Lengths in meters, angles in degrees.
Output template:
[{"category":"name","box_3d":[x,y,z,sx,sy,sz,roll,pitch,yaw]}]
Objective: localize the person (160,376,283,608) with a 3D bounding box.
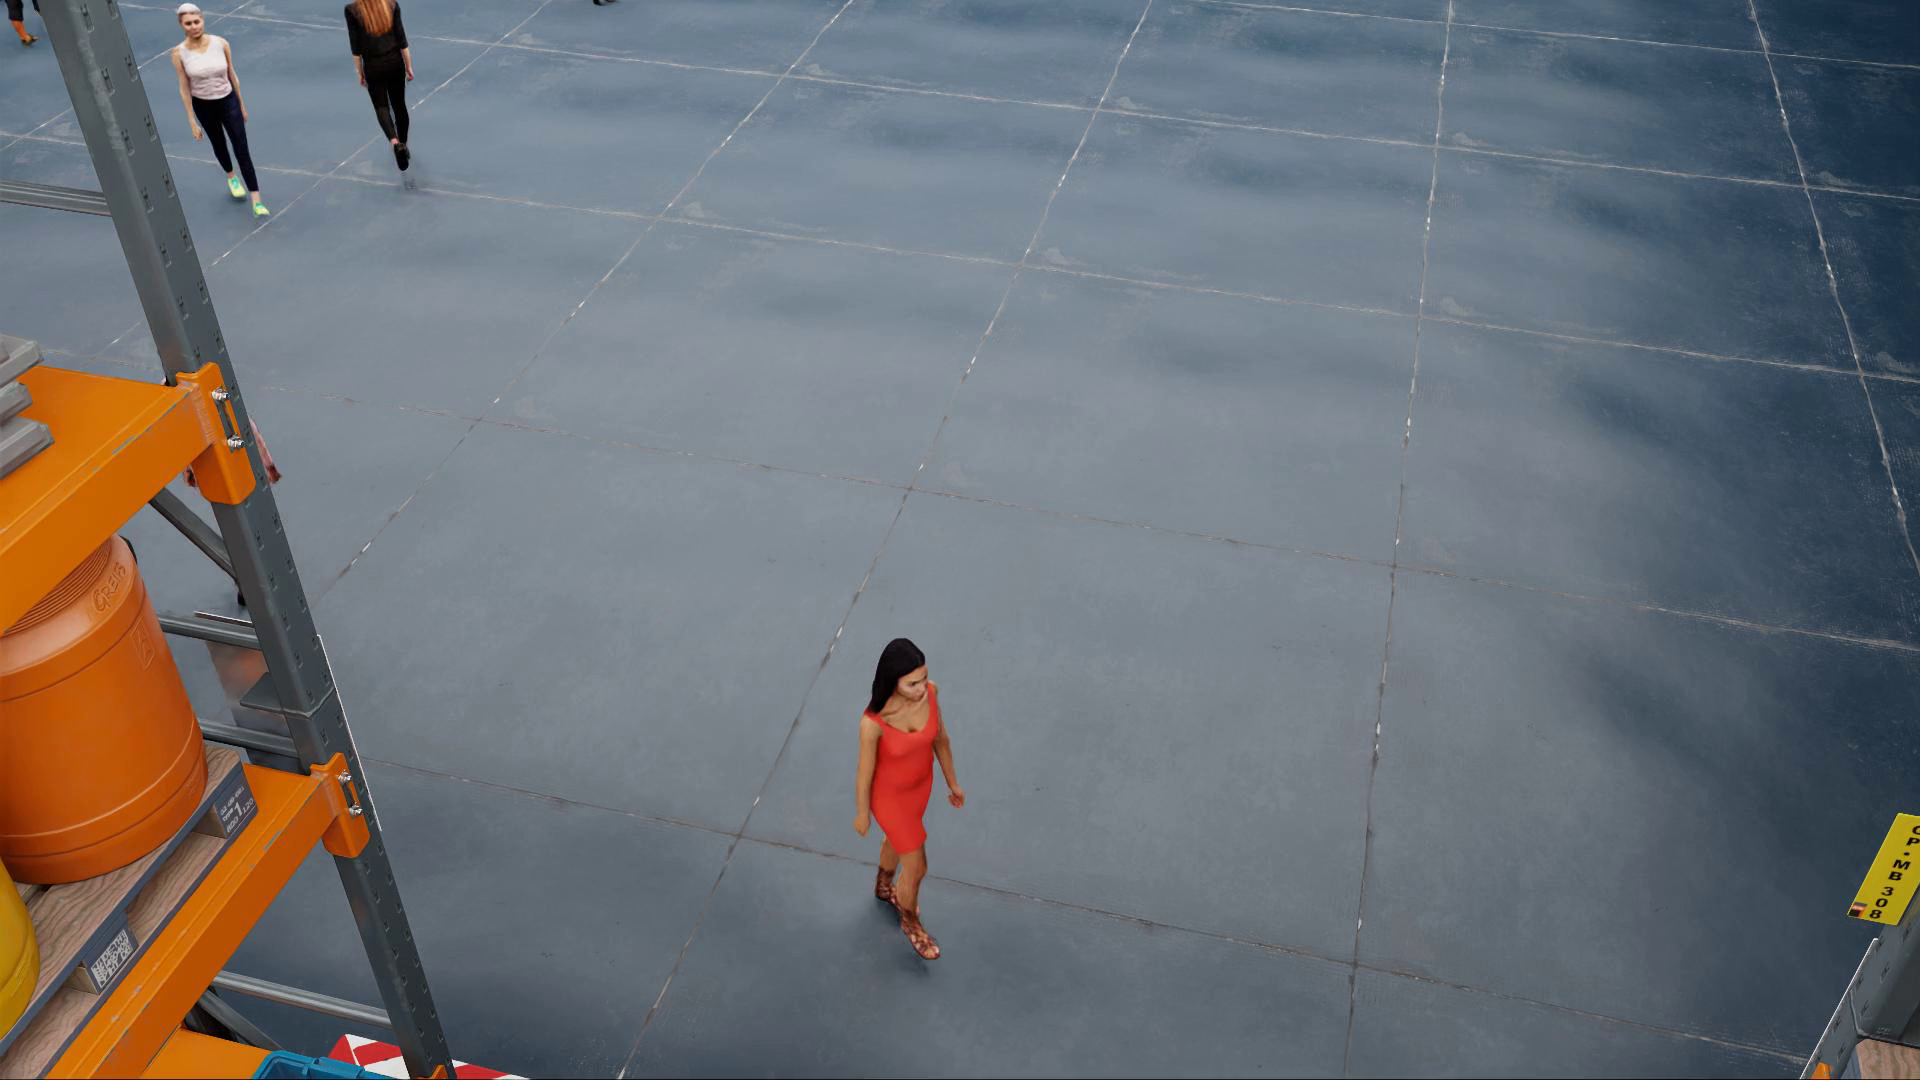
[{"category":"person","box_3d":[-4.086,-0.331,9.110,0.642,1.706,0.692,10,39,13]}]

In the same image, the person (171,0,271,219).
[{"category":"person","box_3d":[-5.860,-3.388,13.064,1.150,1.648,1.181,-22,43,-25]}]

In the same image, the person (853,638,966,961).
[{"category":"person","box_3d":[-0.325,1.061,7.335,0.804,1.702,0.771,24,44,28]}]

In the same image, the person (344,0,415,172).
[{"category":"person","box_3d":[-4.700,-3.842,13.606,0.955,1.697,1.039,-17,41,-20]}]
